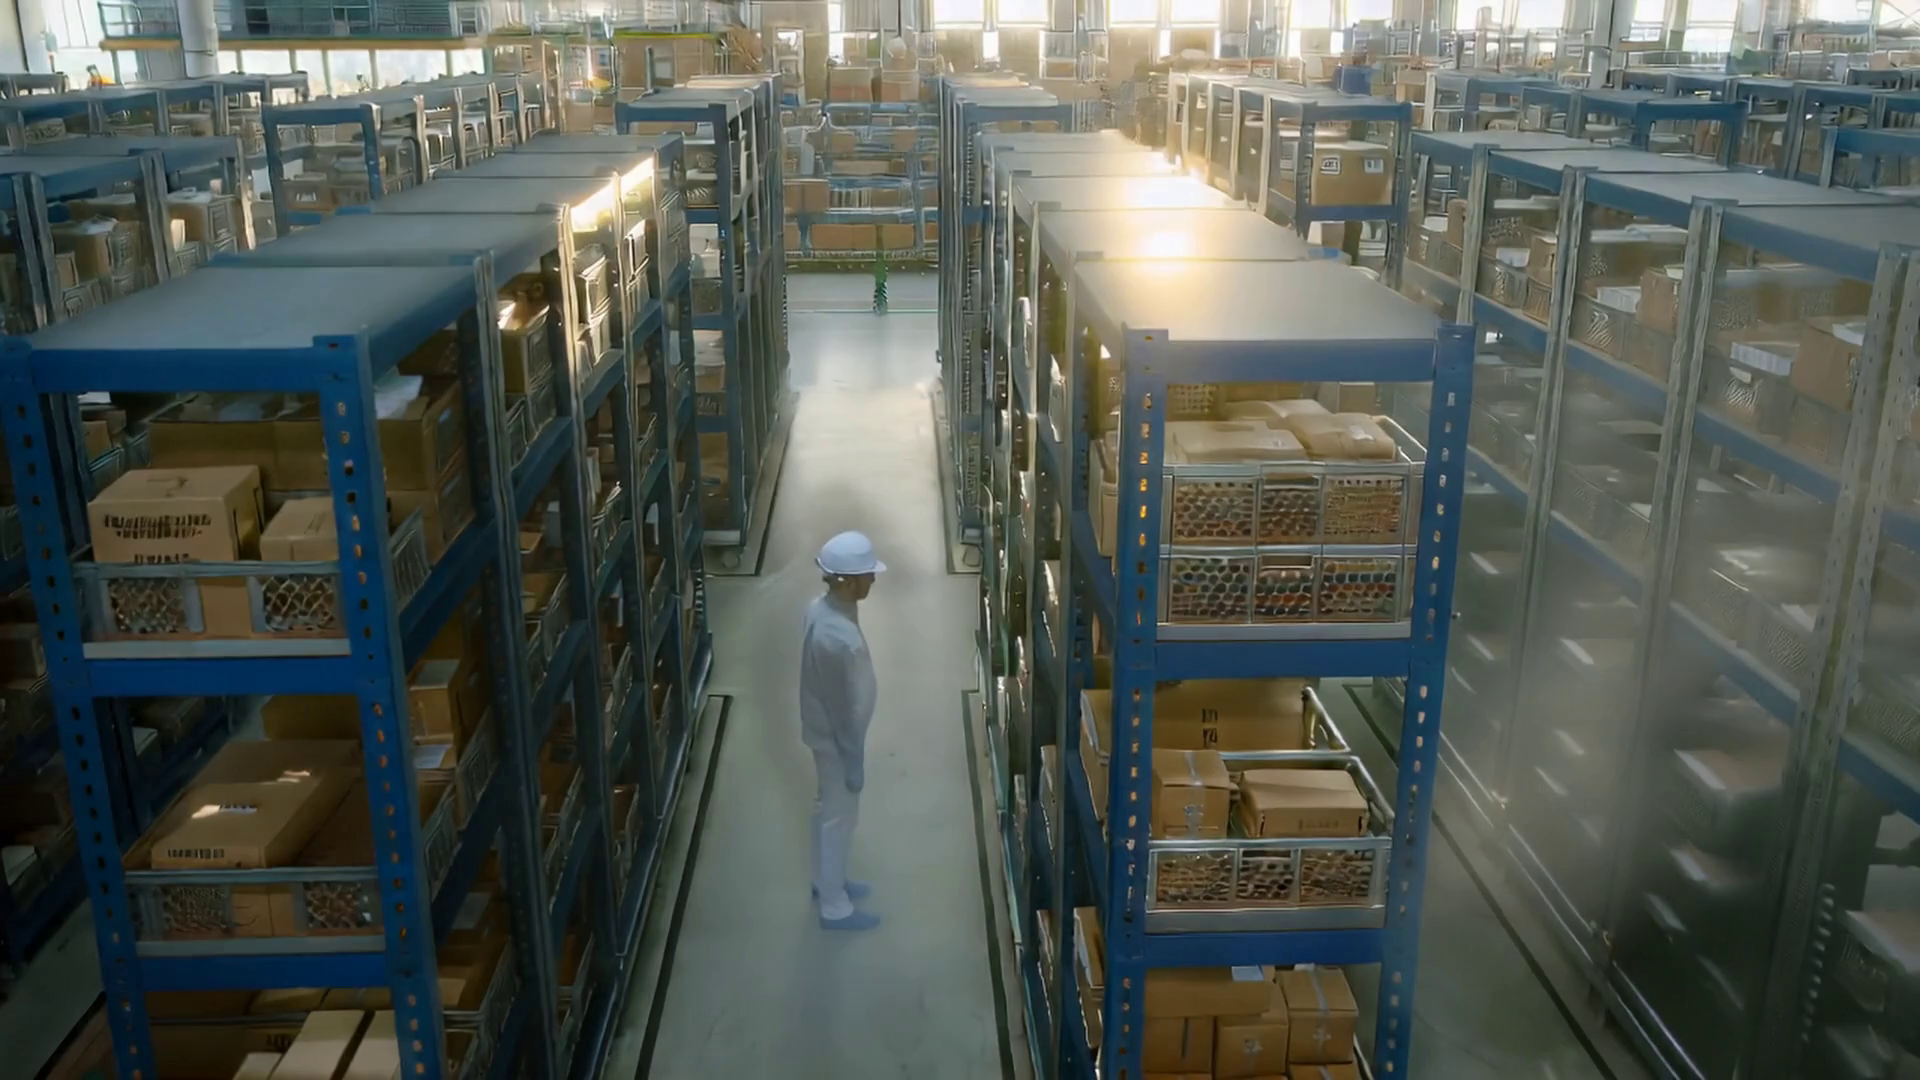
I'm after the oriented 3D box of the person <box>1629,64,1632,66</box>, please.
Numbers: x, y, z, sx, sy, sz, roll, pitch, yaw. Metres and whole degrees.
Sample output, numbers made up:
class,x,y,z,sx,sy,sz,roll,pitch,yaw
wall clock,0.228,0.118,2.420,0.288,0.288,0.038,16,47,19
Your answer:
class,x,y,z,sx,sy,sz,roll,pitch,yaw
person,32.166,-22.518,80.452,0.627,1.941,0.372,-1,18,-4

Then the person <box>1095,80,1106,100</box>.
class,x,y,z,sx,sy,sz,roll,pitch,yaw
person,4.576,-13.803,53.507,0.579,1.923,0.487,15,23,39

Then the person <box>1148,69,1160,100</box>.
class,x,y,z,sx,sy,sz,roll,pitch,yaw
person,7.860,-18.193,67.409,0.501,1.741,0.317,4,18,12

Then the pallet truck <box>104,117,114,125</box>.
class,x,y,z,sx,sy,sz,roll,pitch,yaw
pallet truck,-18.367,-7.885,35.078,1.885,1.965,0.823,1,18,2

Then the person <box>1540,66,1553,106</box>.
class,x,y,z,sx,sy,sz,roll,pitch,yaw
person,23.125,-17.760,65.710,0.725,1.951,0.627,-5,18,-14

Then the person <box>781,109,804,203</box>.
class,x,y,z,sx,sy,sz,roll,pitch,yaw
person,-3.736,-8.529,36.998,0.374,2.043,0.608,16,24,41

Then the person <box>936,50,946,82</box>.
class,x,y,z,sx,sy,sz,roll,pitch,yaw
person,-1.005,-26.140,91.846,0.432,1.830,0.627,8,20,23

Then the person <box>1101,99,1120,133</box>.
class,x,y,z,sx,sy,sz,roll,pitch,yaw
person,4.144,-11.185,45.646,0.596,1.786,0.922,-12,21,-32

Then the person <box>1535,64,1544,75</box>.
class,x,y,z,sx,sy,sz,roll,pitch,yaw
person,24.097,-18.862,69.275,0.528,1.857,0.319,-10,20,-28

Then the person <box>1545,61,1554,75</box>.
class,x,y,z,sx,sy,sz,roll,pitch,yaw
person,25.411,-19.746,71.962,0.353,1.884,0.577,17,24,42

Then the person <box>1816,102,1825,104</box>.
class,x,y,z,sx,sy,sz,roll,pitch,yaw
person,21.962,-10.315,42.708,0.555,1.934,0.373,6,19,18

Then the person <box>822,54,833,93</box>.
class,x,y,z,sx,sy,sz,roll,pitch,yaw
person,-6.554,-23.104,82.355,0.583,1.884,0.350,15,23,39

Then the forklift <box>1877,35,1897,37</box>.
class,x,y,z,sx,sy,sz,roll,pitch,yaw
forklift,44.184,-22.804,79.830,1.129,2.768,1.873,-1,18,-2

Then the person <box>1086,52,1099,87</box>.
class,x,y,z,sx,sy,sz,roll,pitch,yaw
person,7.132,-24.888,88.007,1.033,1.805,0.532,-6,19,-18

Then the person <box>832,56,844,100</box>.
class,x,y,z,sx,sy,sz,roll,pitch,yaw
person,-5.554,-21.151,76.179,0.647,1.960,0.794,-4,18,-11

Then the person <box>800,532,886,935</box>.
class,x,y,z,sx,sy,sz,roll,pitch,yaw
person,-0.544,0.914,7.880,0.411,1.987,0.607,-5,19,-16

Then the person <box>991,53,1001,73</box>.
class,x,y,z,sx,sy,sz,roll,pitch,yaw
person,1.793,-23.818,84.632,0.429,1.844,0.627,-12,21,-33

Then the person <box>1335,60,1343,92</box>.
class,x,y,z,sx,sy,sz,roll,pitch,yaw
person,16.427,-19.849,72.214,0.374,1.927,0.542,2,18,7

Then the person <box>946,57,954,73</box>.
class,x,y,z,sx,sy,sz,roll,pitch,yaw
person,-0.442,-21.161,76.306,0.386,1.912,0.592,3,18,10

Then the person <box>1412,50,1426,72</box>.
class,x,y,z,sx,sy,sz,roll,pitch,yaw
person,23.274,-23.895,84.552,0.701,2.000,1.035,-1,18,-4

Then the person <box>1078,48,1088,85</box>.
class,x,y,z,sx,sy,sz,roll,pitch,yaw
person,6.727,-25.863,90.806,0.602,1.939,0.397,-14,23,-37

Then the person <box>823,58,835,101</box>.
class,x,y,z,sx,sy,sz,roll,pitch,yaw
person,-5.916,-20.815,75.252,0.554,1.884,0.993,-4,18,-12

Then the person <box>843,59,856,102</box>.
class,x,y,z,sx,sy,sz,roll,pitch,yaw
person,-4.973,-20.704,74.905,0.598,1.901,0.401,4,18,13

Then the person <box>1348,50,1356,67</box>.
class,x,y,z,sx,sy,sz,roll,pitch,yaw
person,20.830,-24.982,88.168,0.744,1.883,0.622,16,24,41

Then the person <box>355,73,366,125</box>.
class,x,y,z,sx,sy,sz,roll,pitch,yaw
person,-21.855,-16.125,60.835,0.509,1.836,0.529,2,18,8

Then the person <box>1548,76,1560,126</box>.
class,x,y,z,sx,sy,sz,roll,pitch,yaw
person,21.573,-15.938,60.369,0.312,1.767,0.533,-7,19,-21

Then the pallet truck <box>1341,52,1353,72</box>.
class,x,y,z,sx,sy,sz,roll,pitch,yaw
pallet truck,18.794,-23.123,82.231,0.823,1.965,1.885,-13,22,-35

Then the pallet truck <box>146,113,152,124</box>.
class,x,y,z,sx,sy,sz,roll,pitch,yaw
pallet truck,-18.087,-8.309,36.390,1.885,1.965,0.823,-1,18,-4
